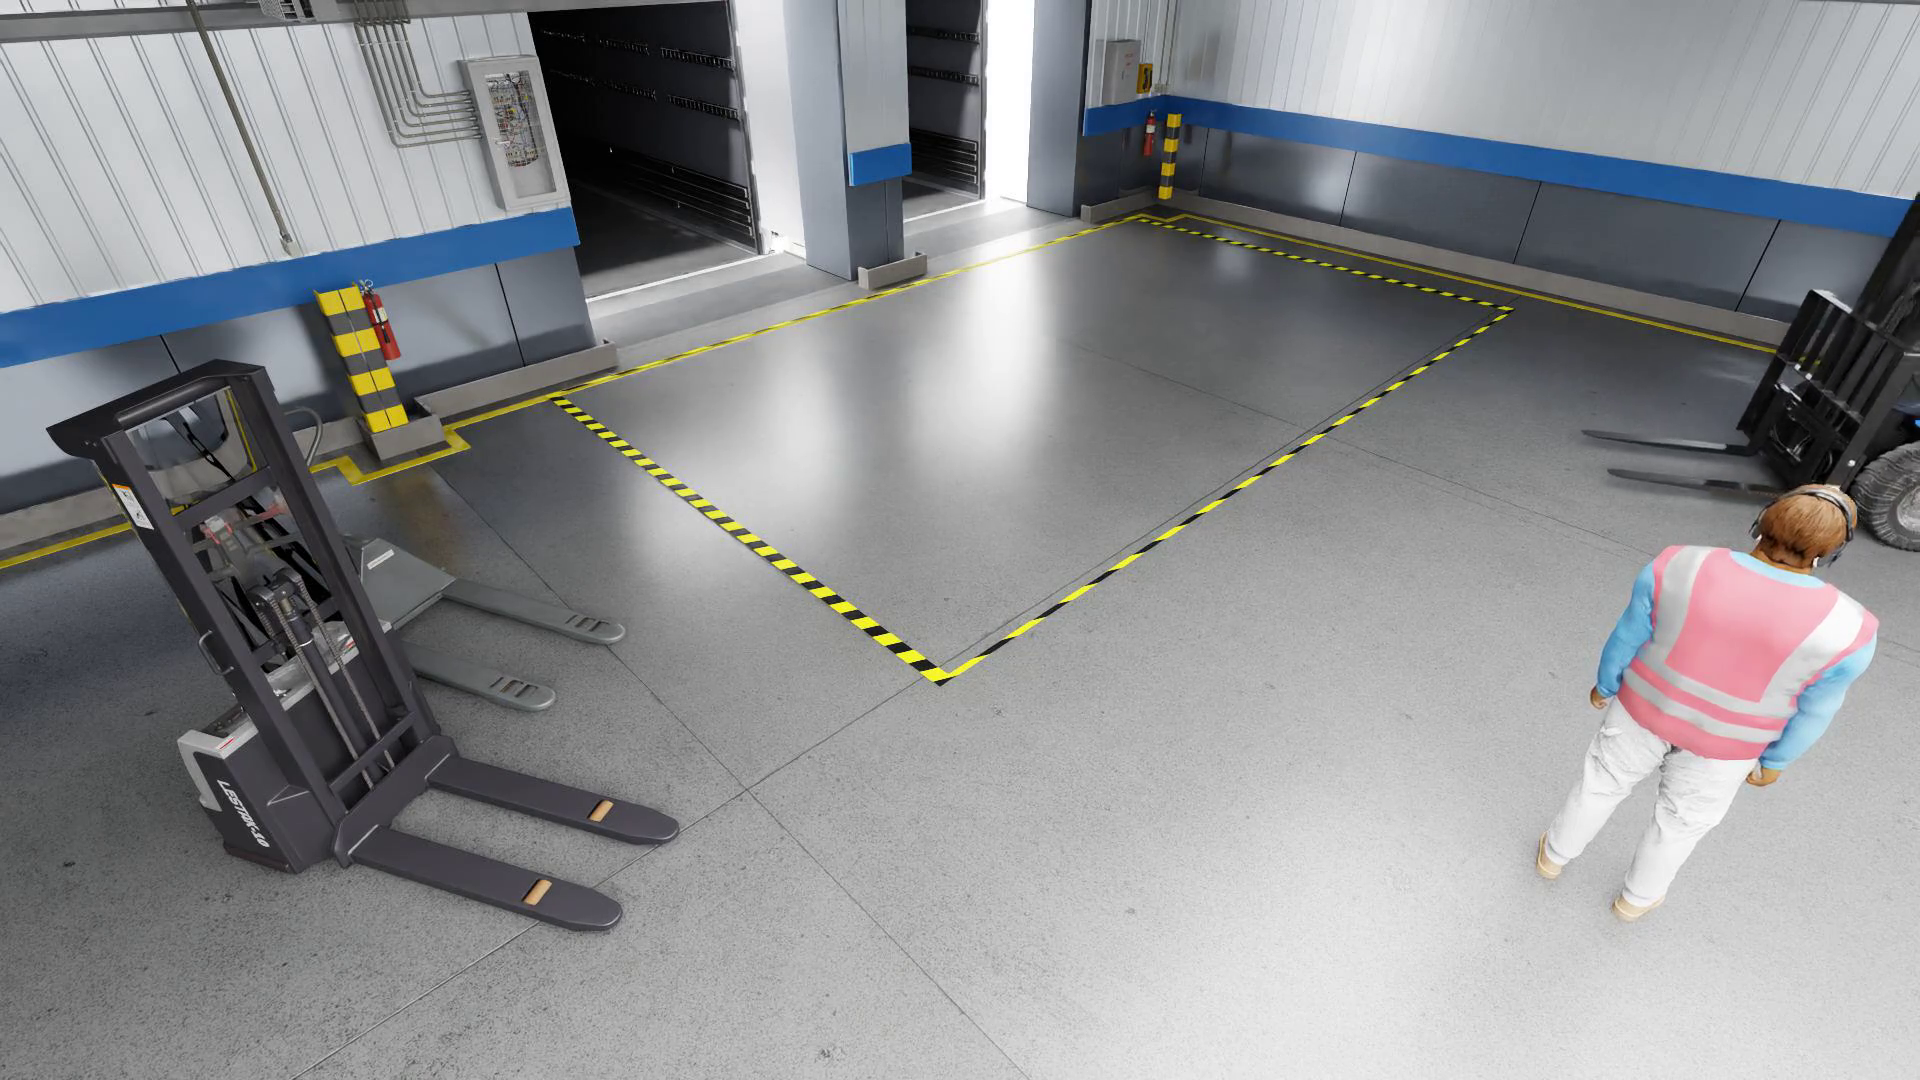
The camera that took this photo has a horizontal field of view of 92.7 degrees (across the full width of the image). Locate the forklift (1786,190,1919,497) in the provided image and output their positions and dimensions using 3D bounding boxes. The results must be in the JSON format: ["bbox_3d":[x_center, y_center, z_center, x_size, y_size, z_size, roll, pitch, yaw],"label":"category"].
[{"bbox_3d":[6.735,-1.126,5.315,2.680,2.036,1.157,8,35,12],"label":"forklift"}]

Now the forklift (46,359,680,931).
[{"bbox_3d":[-2.135,0.422,3.354,1.885,1.965,0.823,10,35,14],"label":"forklift"}]

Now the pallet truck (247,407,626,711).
[{"bbox_3d":[-2.628,0.038,4.590,1.601,1.201,0.680,12,36,18],"label":"pallet truck"}]

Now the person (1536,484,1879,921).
[{"bbox_3d":[2.550,0.615,3.208,0.429,1.844,0.622,-28,43,-35],"label":"person"}]
